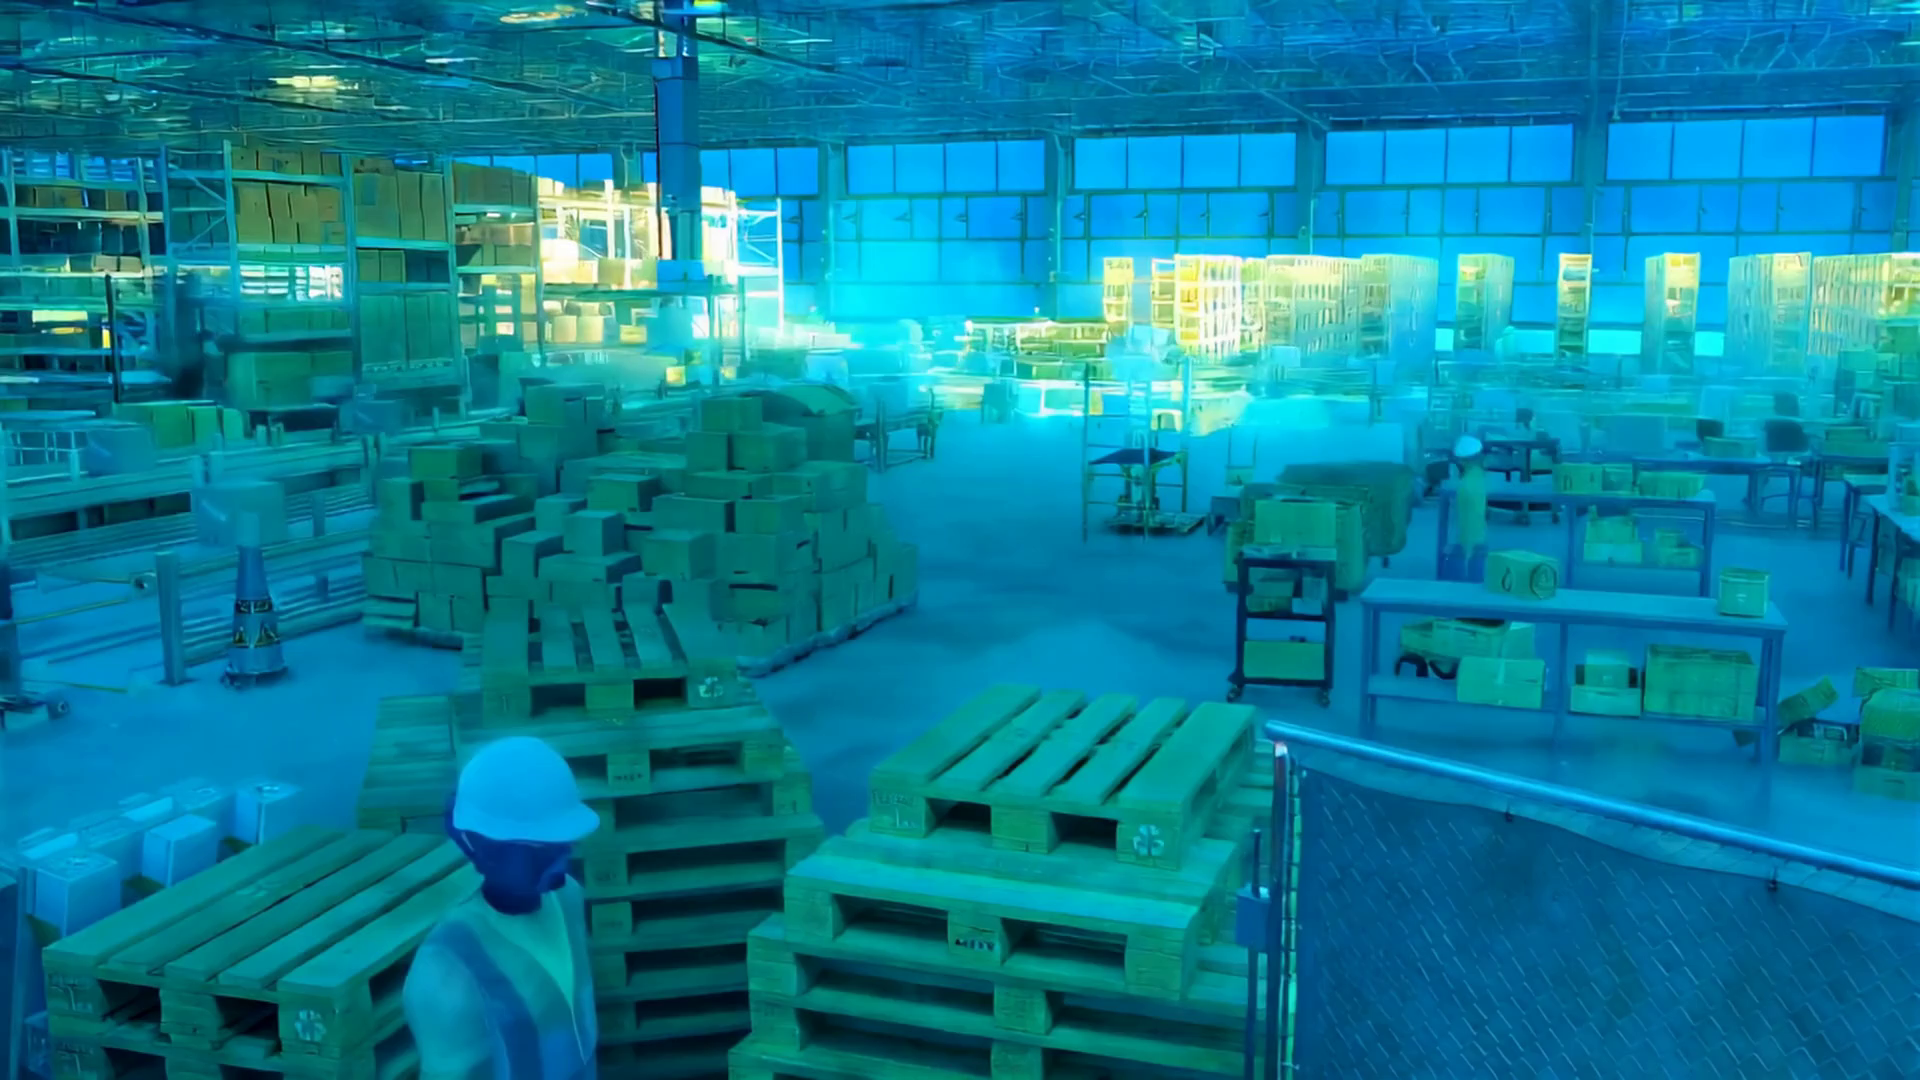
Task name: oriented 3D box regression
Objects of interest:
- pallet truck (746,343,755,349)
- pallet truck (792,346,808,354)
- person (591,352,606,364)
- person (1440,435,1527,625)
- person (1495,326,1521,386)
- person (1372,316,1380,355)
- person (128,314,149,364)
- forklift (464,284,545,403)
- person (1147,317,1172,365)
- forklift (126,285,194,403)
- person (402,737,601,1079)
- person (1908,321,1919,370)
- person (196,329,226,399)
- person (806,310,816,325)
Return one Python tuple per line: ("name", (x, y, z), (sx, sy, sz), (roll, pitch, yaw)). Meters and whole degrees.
("pallet truck", (-6.183, -4.618, 44.264), (1.601, 1.201, 0.680), (-9, 12, -43))
("pallet truck", (-3.705, -4.298, 42.022), (0.653, 1.274, 1.630), (3, 10, 20))
("person", (-9.436, -4.681, 43.430), (0.517, 1.611, 0.549), (8, 12, 40))
("person", (4.222, 0.013, 13.589), (0.777, 1.743, 0.532), (5, 10, 28))
("person", (12.970, -4.146, 39.399), (0.596, 1.831, 0.403), (0, 9, 1))
("person", (13.151, -6.327, 52.642), (0.413, 1.987, 0.607), (4, 10, 21))
("person", (-24.354, -5.762, 49.352), (0.549, 1.900, 0.959), (5, 10, 30))
("forklift", (-10.832, -4.702, 39.610), (1.129, 2.768, 1.873), (3, 10, 20))
("person", (5.596, -5.261, 46.309), (0.705, 1.868, 0.718), (-3, 9, -16))
("forklift", (-16.867, -4.092, 35.781), (1.873, 2.768, 1.129), (1, 9, 7))
("person", (-0.952, 1.431, 3.721), (0.373, 2.042, 0.614), (2, 9, 12))
("person", (26.604, -5.250, 46.336), (0.454, 1.826, 0.592), (3, 9, 16))
("person", (-16.088, -3.579, 35.708), (1.034, 1.892, 0.647), (-5, 10, -30))
("person", (-5.841, -8.148, 64.987), (0.494, 1.697, 0.914), (-7, 11, -38))
